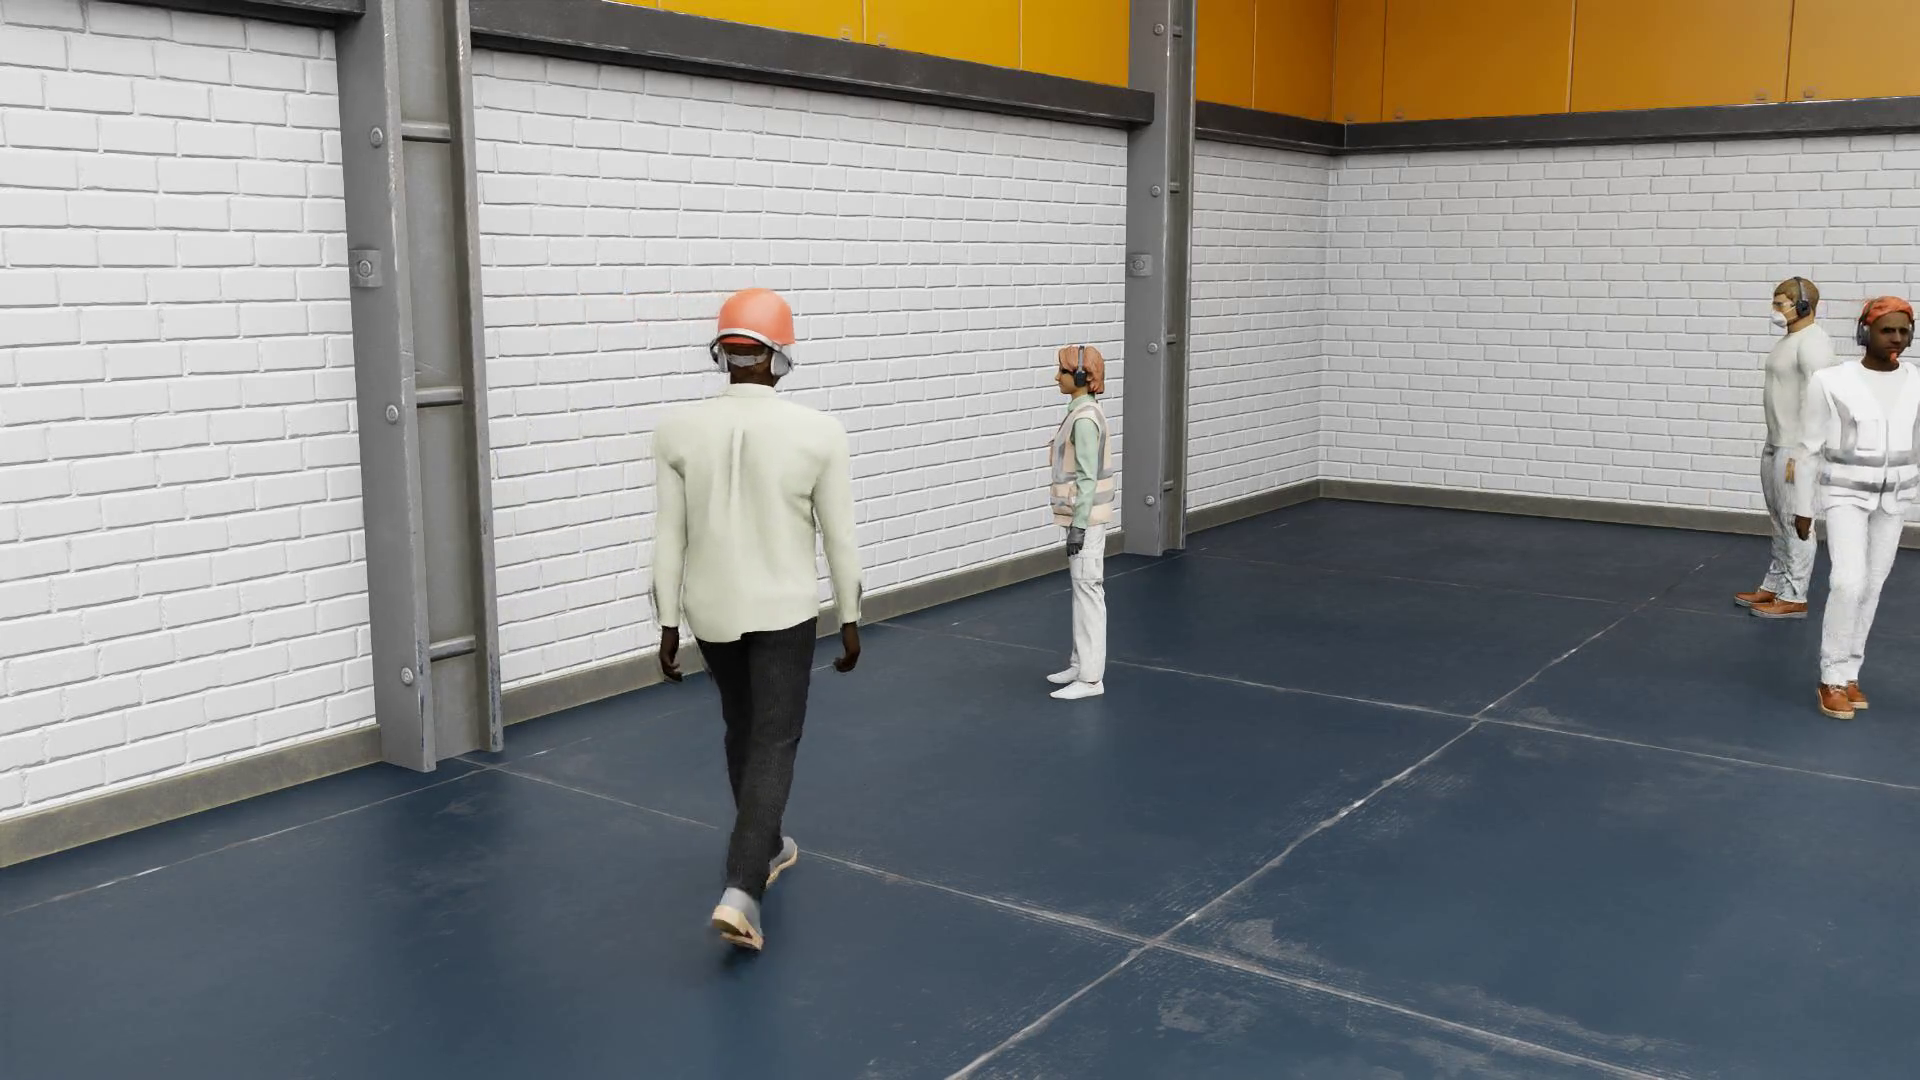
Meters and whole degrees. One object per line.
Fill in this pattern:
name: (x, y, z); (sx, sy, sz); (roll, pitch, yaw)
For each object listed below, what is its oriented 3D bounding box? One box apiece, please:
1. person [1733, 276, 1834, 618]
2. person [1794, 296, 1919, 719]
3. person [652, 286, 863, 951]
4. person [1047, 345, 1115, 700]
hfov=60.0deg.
person: (4.714, -0.522, 9.458); (0.373, 1.938, 0.627); (2, 10, 12)
person: (4.049, -0.135, 7.354); (0.580, 1.861, 0.652); (1, 10, 3)
person: (-0.623, 0.217, 5.025); (0.631, 1.958, 0.976); (1, 10, 9)
person: (0.561, -0.081, 7.715); (0.309, 1.641, 0.512); (0, 10, 2)
